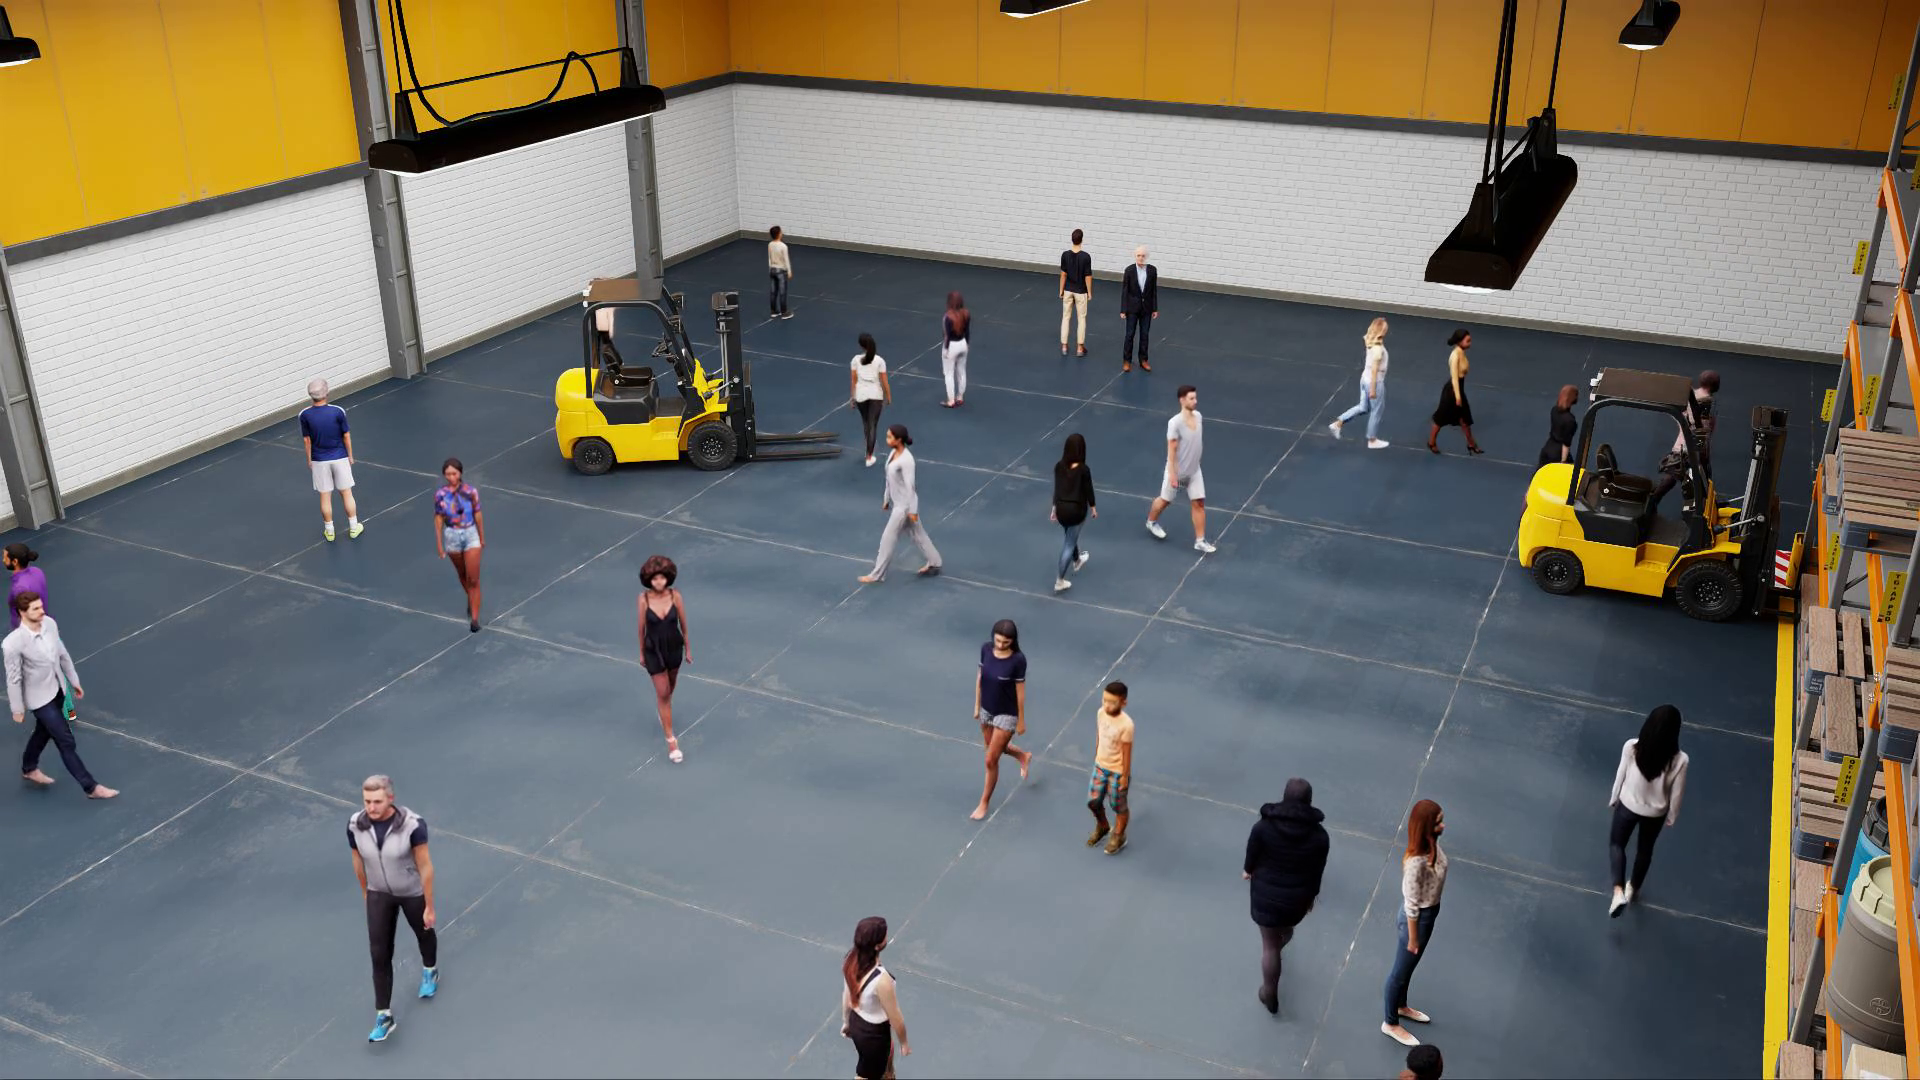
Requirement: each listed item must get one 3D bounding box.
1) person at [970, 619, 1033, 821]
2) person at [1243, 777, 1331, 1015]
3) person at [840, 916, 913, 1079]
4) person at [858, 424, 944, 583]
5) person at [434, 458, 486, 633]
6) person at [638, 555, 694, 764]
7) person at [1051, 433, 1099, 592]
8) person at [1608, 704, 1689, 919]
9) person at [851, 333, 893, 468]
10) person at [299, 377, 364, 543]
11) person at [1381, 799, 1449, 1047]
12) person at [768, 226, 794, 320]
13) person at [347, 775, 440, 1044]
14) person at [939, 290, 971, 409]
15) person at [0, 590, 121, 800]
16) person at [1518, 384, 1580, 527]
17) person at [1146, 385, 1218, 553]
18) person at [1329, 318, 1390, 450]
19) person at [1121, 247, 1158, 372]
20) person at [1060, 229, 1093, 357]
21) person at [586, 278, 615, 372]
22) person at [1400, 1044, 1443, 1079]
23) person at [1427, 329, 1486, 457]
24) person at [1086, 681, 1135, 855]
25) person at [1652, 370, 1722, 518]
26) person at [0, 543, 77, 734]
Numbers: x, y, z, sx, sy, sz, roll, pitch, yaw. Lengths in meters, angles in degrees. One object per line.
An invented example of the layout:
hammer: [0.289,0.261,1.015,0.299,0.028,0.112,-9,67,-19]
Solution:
person: [0.367,1.348,13.195,0.746,1.725,1.071,20,30,37]
person: [2.129,2.378,10.957,0.906,1.631,1.122,0,24,1]
person: [-0.587,2.935,9.688,0.937,1.627,0.780,-19,30,-37]
person: [-0.501,-0.373,17.182,1.184,1.685,1.174,-7,25,-15]
person: [-4.875,0.011,16.294,1.074,1.692,1.215,-5,24,-12]
person: [-2.527,0.936,14.111,1.059,1.747,1.067,-10,26,-22]
person: [1.110,-0.258,17.014,0.695,1.609,1.091,16,28,32]
person: [4.857,1.955,11.859,0.644,1.684,0.908,9,25,20]
person: [-1.129,-1.678,20.264,0.821,1.608,1.050,4,24,8]
person: [-6.884,-0.889,18.170,0.717,1.839,0.771,-8,25,-17]
person: [2.934,2.431,10.715,0.651,1.728,0.466,13,27,28]
person: [-2.876,-4.231,26.285,0.589,1.462,0.560,16,28,32]
person: [-3.665,2.287,10.967,1.004,1.788,1.181,-2,24,-4]
person: [-0.062,-2.567,22.294,0.648,1.610,0.753,-18,29,-35]
person: [-7.412,1.245,13.342,0.957,1.796,1.220,4,24,10]
person: [6.516,-0.885,18.387,1.099,1.659,1.054,-8,25,-17]
person: [2.332,-0.793,17.984,1.260,1.813,1.105,-19,30,-36]
person: [5.042,-1.934,20.727,0.972,1.707,1.040,-1,24,-1]
person: [2.568,-3.318,23.779,0.774,1.797,0.766,-2,24,-5]
person: [1.702,-3.642,24.452,0.641,1.852,0.561,9,25,20]
person: [-5.024,-2.981,23.424,0.698,1.464,0.849,4,24,10]
person: [2.482,3.341,9.244,0.802,1.239,0.780,-3,24,-8]
person: [6.014,-1.811,20.543,0.746,1.629,0.899,14,27,29]
person: [1.214,1.712,12.706,0.587,1.451,0.618,19,30,36]
person: [8.086,-1.021,18.544,1.189,1.781,1.217,-5,24,-11]
person: [-7.941,0.832,14.321,0.785,1.768,0.713,-6,24,-14]
